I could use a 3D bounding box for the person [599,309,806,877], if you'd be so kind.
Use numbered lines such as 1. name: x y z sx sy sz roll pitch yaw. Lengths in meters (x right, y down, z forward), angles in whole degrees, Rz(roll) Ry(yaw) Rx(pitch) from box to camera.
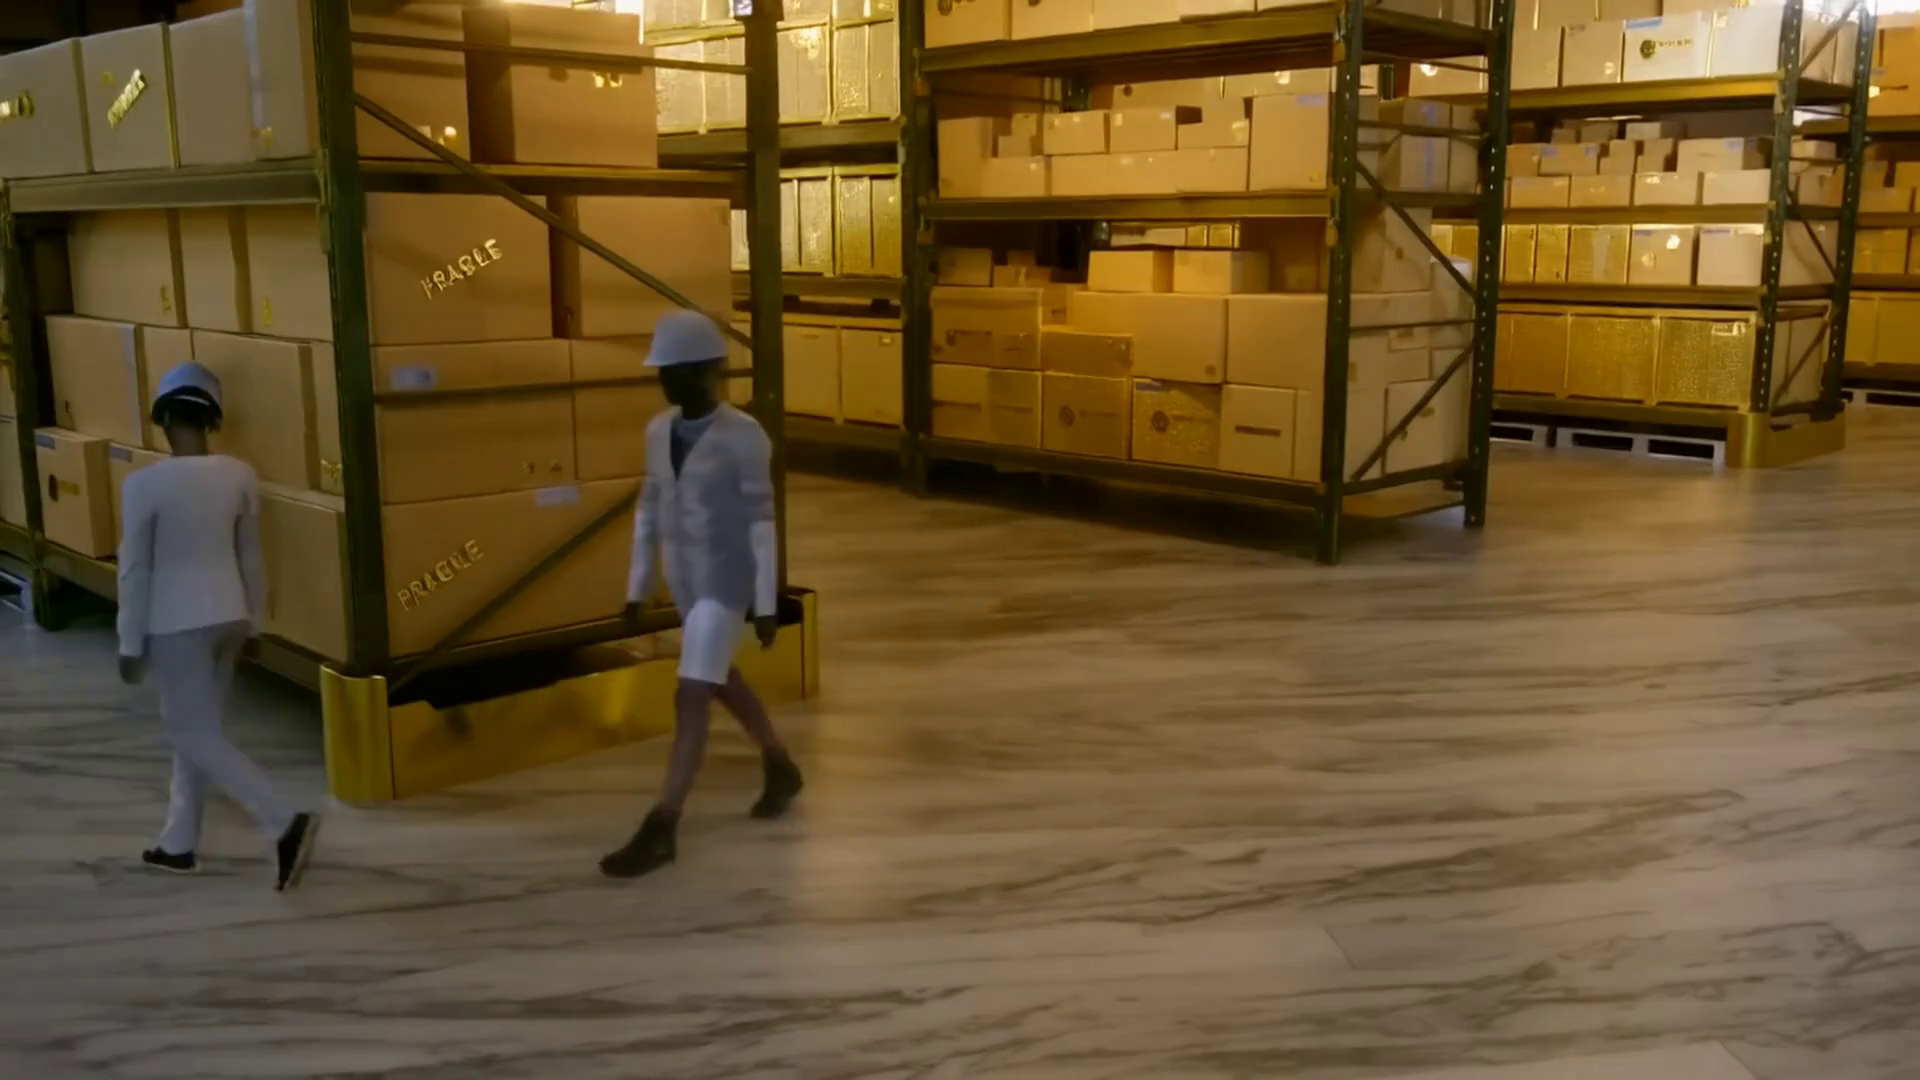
1. person: -0.874 0.142 5.794 0.562 1.892 0.987 9 14 40

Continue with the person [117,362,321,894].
1. person: -2.422 0.291 5.434 0.761 1.725 0.546 4 11 20

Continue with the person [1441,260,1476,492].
1. person: 4.051 -1.376 13.965 0.611 1.930 0.587 -4 11 -21
